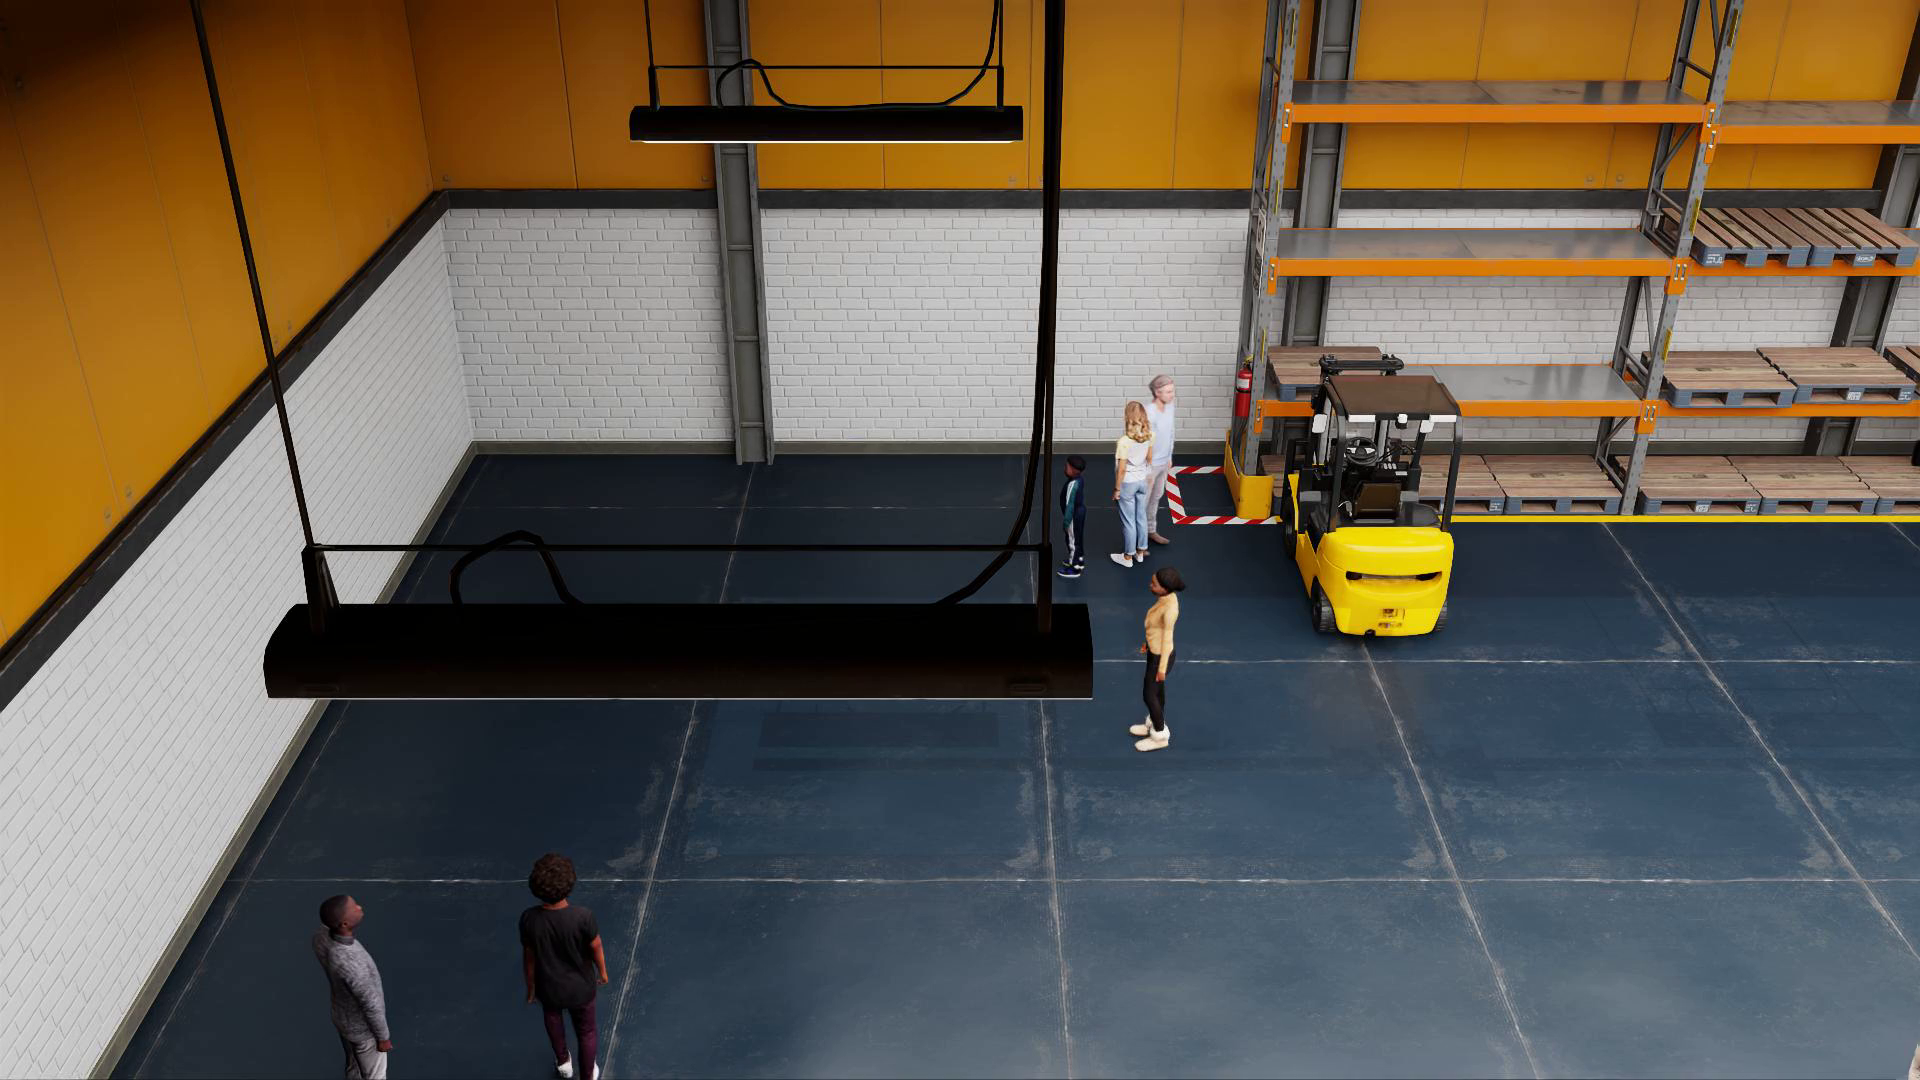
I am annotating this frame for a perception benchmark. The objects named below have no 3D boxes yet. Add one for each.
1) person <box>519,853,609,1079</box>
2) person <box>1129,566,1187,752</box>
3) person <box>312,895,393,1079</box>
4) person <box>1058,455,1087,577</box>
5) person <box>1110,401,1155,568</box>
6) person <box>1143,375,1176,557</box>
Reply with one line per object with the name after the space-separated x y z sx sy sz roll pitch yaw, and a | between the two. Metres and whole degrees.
-2.426 2.724 10.150 0.584 1.769 0.728 -3 29 -5 | person
1.675 0.936 13.544 0.628 1.658 0.632 3 29 5 | person
-3.586 2.845 9.859 0.722 1.836 0.788 25 37 37 | person
1.107 -0.251 16.143 0.547 1.253 0.549 9 30 15 | person
1.678 -0.544 16.191 0.684 1.722 0.767 -21 35 -34 | person
1.893 -0.761 16.416 0.776 1.887 0.731 23 36 35 | person
